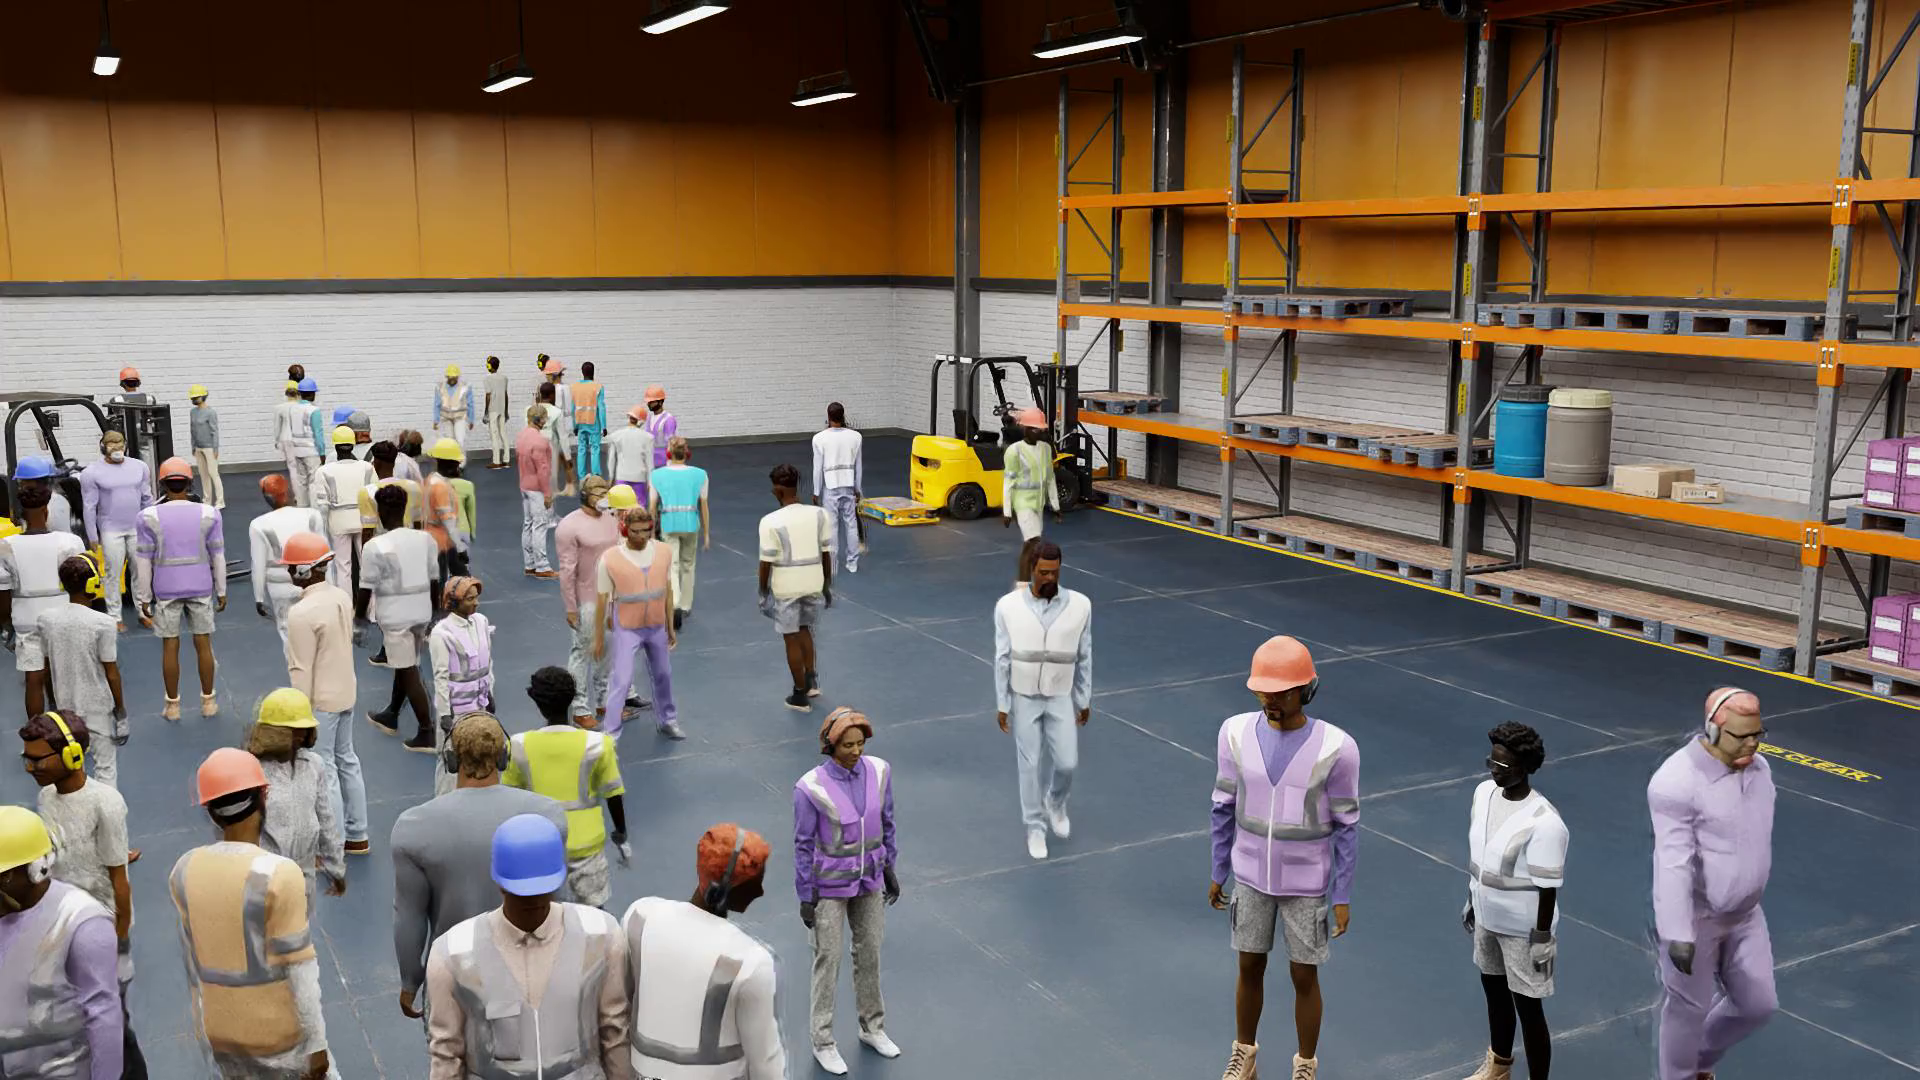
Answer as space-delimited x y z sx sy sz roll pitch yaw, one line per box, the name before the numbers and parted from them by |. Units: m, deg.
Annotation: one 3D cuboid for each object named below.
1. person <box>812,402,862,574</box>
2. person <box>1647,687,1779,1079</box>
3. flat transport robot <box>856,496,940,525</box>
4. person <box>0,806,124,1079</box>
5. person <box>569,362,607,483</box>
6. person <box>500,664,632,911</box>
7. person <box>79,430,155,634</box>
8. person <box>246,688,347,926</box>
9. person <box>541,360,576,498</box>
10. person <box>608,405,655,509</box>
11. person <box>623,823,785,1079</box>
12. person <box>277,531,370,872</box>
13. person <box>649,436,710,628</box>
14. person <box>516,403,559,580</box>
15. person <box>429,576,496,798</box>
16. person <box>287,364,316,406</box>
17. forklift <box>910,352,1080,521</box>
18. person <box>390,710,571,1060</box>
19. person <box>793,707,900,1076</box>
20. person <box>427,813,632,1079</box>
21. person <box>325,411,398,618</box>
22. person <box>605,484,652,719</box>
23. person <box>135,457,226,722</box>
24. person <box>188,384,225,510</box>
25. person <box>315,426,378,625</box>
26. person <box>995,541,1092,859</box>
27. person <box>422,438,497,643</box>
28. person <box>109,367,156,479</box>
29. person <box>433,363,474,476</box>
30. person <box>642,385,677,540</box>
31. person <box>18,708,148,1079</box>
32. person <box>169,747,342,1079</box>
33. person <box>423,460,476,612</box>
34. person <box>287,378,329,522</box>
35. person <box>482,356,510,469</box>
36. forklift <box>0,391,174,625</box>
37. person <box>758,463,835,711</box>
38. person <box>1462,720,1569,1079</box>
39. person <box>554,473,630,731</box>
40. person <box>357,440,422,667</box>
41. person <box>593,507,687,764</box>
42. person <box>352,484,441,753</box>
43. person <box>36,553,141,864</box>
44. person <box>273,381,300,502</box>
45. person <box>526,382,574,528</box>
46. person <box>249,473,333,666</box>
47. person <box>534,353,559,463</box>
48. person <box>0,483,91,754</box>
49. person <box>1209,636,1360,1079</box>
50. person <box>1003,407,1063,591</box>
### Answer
person | -1.361 -0.574 18.521 0.590 1.919 0.396 -5 11 -27
person | 3.038 1.503 6.686 0.641 1.880 0.427 -4 11 -23
flat transport robot | -0.878 -0.403 22.271 0.652 0.197 1.431 -5 11 -27
person | -3.036 1.733 5.560 0.589 1.816 0.506 4 11 22
person | -5.668 -1.759 25.376 0.587 1.911 0.397 3 10 19
person | -1.834 1.425 7.706 0.584 1.691 0.377 -1 10 -5
person | -7.901 -0.081 15.663 0.376 1.930 0.636 8 13 40
person | -2.867 1.483 7.217 0.676 1.715 0.503 4 11 23
person | -5.873 -1.601 24.129 0.566 2.024 0.657 0 10 2
person | -4.004 -0.780 20.278 0.587 1.725 0.623 1 10 3
person | -0.843 1.778 5.149 0.629 1.858 0.411 4 11 23
person | -3.719 0.932 9.674 0.402 1.987 0.608 1 10 3
person | -2.700 -0.087 16.040 0.572 1.815 0.880 -2 10 -14
person | -4.631 -0.529 18.222 0.371 1.934 0.627 -7 12 -36
person | -3.039 1.020 10.180 0.316 1.629 0.512 3 10 19
person | -10.293 -1.833 26.025 0.429 1.831 0.639 -6 11 -30
forklift | 0.460 -1.461 22.833 2.313 2.155 1.214 -5 11 -28
person | -1.746 1.577 6.129 0.636 1.928 0.383 -5 11 -26
person | -0.503 1.521 7.294 0.523 1.631 0.313 -8 13 -39
person | -1.289 1.753 5.065 0.608 1.940 0.416 -4 11 -21
person | -5.860 -0.259 16.353 0.673 2.000 0.535 -4 11 -21
person | -2.611 0.470 12.803 0.403 1.820 0.602 1 10 7
person | -5.943 0.379 12.734 0.612 2.030 0.410 -6 11 -30
person | -10.467 -1.277 23.036 0.535 1.760 0.344 6 11 30
person | -5.845 -0.126 15.913 0.590 1.926 0.388 -7 12 -35
person | 0.497 0.936 9.888 0.586 1.903 0.436 -1 10 -3
person | -4.600 0.016 15.186 0.788 1.895 0.598 -2 10 -12
person | -11.100 -1.305 22.371 0.396 2.042 0.610 9 13 43
person | -8.106 -1.915 26.568 0.603 1.800 0.682 0 10 -2
person | -3.755 -0.966 20.743 0.387 1.931 0.543 -10 14 -44
person | -3.389 1.557 6.452 0.527 1.855 0.340 6 11 30
person | -2.423 1.661 5.707 0.576 1.898 0.480 4 11 21
person | -5.017 -0.051 16.375 0.563 1.610 0.386 -7 12 -35
person | -8.515 -1.145 21.768 0.618 1.933 0.415 7 12 35
person | -7.681 -2.108 27.490 0.313 1.869 0.538 6 12 32
forklift | -9.026 -0.363 16.508 1.214 2.155 2.313 6 11 29
person | -1.312 0.367 13.017 0.635 1.943 0.488 -7 12 -36
person | 2.269 1.567 6.869 0.319 1.693 0.539 -3 10 -17
person | -2.758 0.456 12.534 0.356 1.936 0.634 6 12 32
person | -4.937 0.113 14.424 0.364 1.965 0.609 7 12 35
person | -2.324 0.645 11.902 0.763 1.792 0.535 -8 13 -39
person | -4.129 0.554 12.034 0.967 1.918 0.615 5 11 28
person | -5.054 1.004 9.625 0.511 1.858 0.325 2 10 9
person | -9.610 -1.432 24.017 0.537 1.718 0.900 -5 11 -26
person | -5.303 -1.096 21.663 0.587 1.869 0.748 7 12 34
person | -5.239 0.396 13.083 0.597 1.865 0.459 -9 13 -42
person | -6.989 -2.207 28.048 0.328 1.877 0.512 6 12 32
person | -6.471 0.575 11.786 0.603 1.959 0.375 -4 11 -22
person | 1.310 1.391 6.847 0.615 2.041 0.386 6 11 29
person | 0.780 -0.329 16.792 0.630 2.025 0.610 8 13 40
